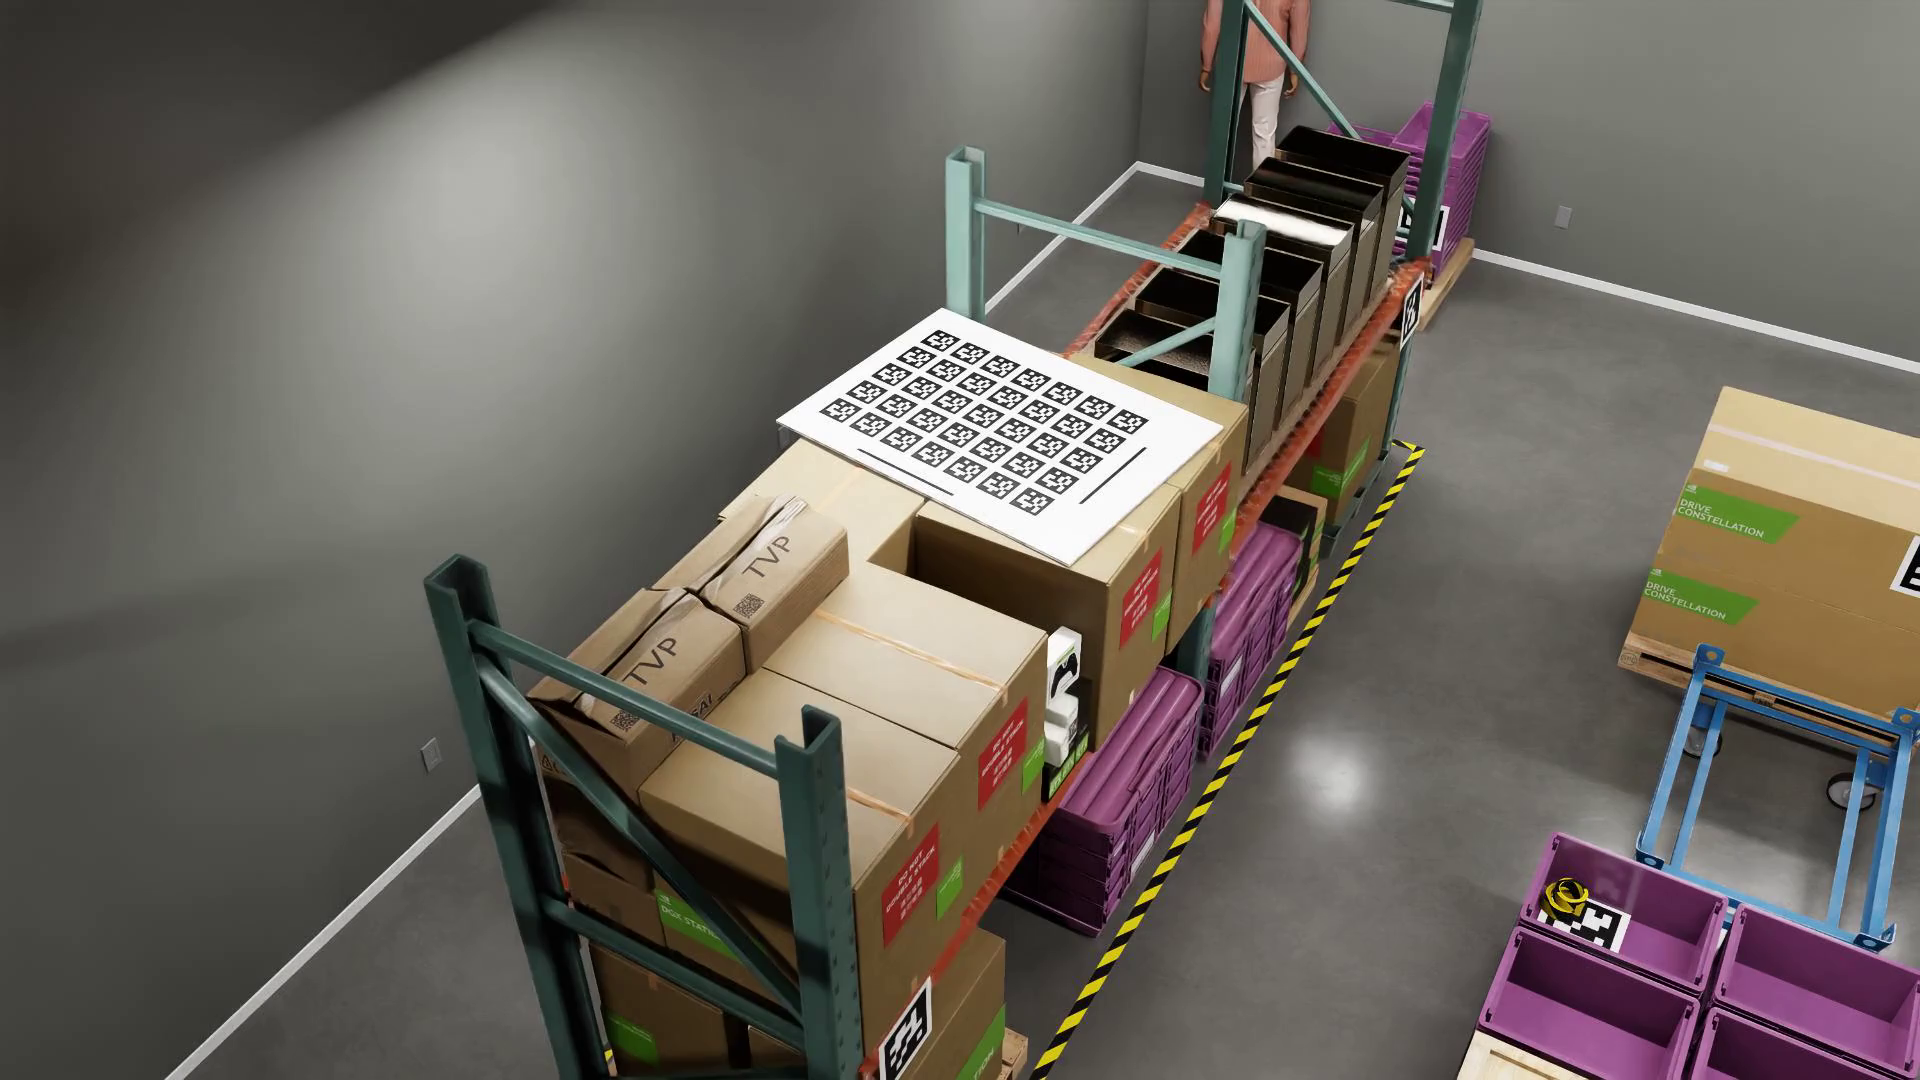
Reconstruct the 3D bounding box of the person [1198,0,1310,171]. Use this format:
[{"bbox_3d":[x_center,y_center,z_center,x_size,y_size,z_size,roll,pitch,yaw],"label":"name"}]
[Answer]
[{"bbox_3d":[1.738,-2.841,9.939,0.626,1.992,0.387,4,40,5],"label":"person"}]
